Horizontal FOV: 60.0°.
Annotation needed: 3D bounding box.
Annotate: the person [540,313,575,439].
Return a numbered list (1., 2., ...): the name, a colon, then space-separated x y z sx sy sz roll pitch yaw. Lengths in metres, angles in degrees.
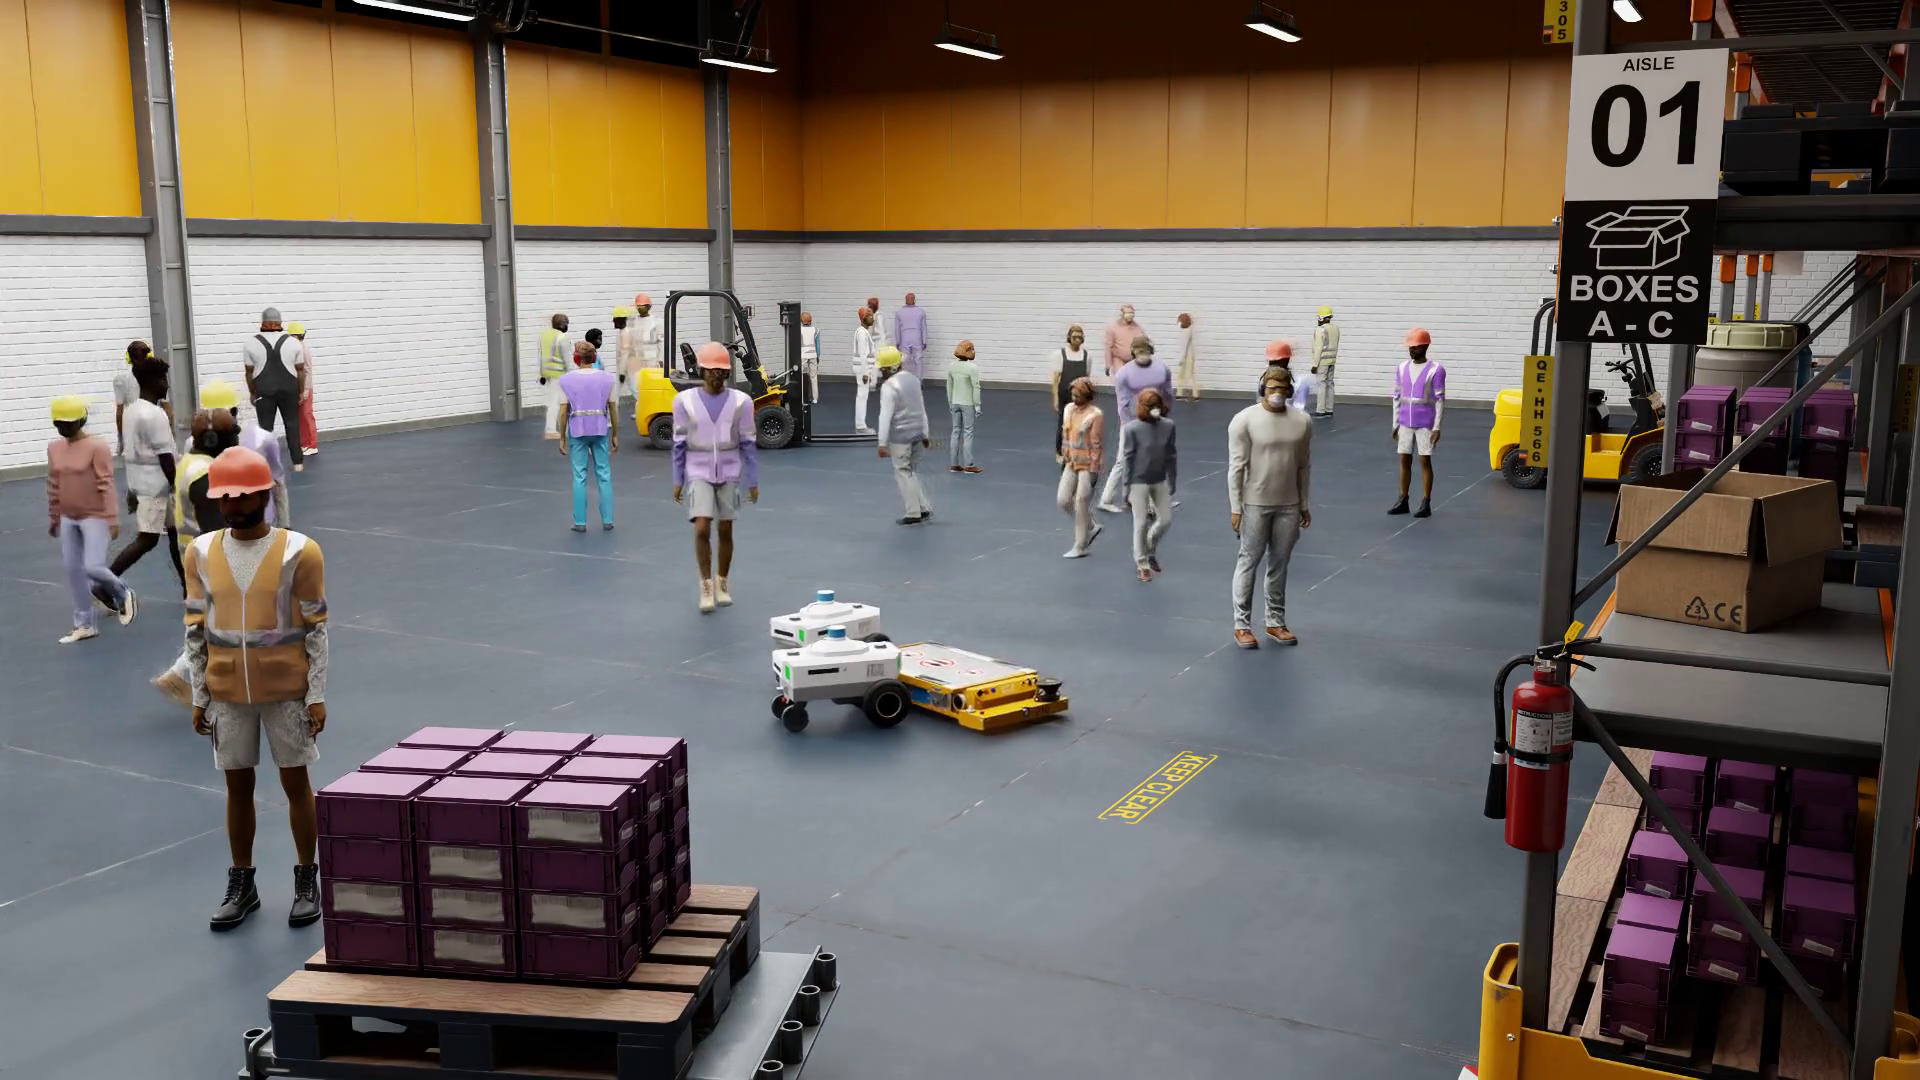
1. person: -5.725 -2.372 24.112 0.794 1.813 0.660 -8 13 -41

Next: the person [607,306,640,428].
1. person: -5.145 -2.649 25.555 0.974 1.880 0.601 -3 10 -19

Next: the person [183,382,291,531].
1. person: -4.788 -0.132 11.062 0.603 1.867 1.033 -1 10 -8

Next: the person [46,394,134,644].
1. person: -6.006 -0.149 11.458 0.595 1.737 0.508 3 10 16

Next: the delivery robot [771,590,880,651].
1. delivery robot: -0.845 0.561 10.507 0.477 0.478 0.707 10 14 44

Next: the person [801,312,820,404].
1. person: -2.720 -3.221 29.538 0.521 1.640 0.307 -5 11 -26

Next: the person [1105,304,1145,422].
1. person: 2.655 -2.729 25.989 0.673 1.872 0.878 -3 10 -19

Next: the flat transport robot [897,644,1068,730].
1. flat transport robot: -0.077 0.844 9.964 0.652 0.197 1.431 -8 13 -39

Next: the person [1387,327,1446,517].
1. person: 4.645 -1.196 16.952 0.551 1.934 0.373 9 13 43

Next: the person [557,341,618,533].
1. person: -3.575 -0.990 16.022 0.572 1.844 0.376 -4 11 -22

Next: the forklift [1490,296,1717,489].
1. forklift: 7.296 -1.677 18.993 2.313 2.155 1.214 5 11 27

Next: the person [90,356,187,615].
1. person: -6.108 -0.412 12.460 0.963 1.935 0.593 -7 12 -36

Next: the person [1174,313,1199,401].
1. person: 4.048 -3.293 30.052 0.647 1.597 0.526 0 10 -2

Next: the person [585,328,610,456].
1. person: -4.854 -1.956 22.056 0.321 1.694 0.529 -4 11 -23

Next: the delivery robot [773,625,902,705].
1. delivery robot: -0.705 0.732 9.519 0.707 0.478 0.477 -3 10 -19

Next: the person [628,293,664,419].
1. person: -5.072 -2.949 26.799 0.614 2.040 0.391 2 10 12

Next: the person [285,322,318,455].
1. person: -8.789 -2.007 22.146 0.308 1.769 0.524 -10 14 -44

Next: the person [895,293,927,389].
1. person: -0.961 -3.903 32.729 0.640 1.904 0.409 0 10 -1

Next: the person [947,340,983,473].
1. person: 0.057 -1.633 20.359 0.508 1.632 0.265 9 13 43

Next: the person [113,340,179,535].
1. person: -7.754 -0.963 15.838 0.572 1.866 0.359 -3 10 -16

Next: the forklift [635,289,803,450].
1. forklift: -3.358 -2.392 23.136 2.313 2.155 1.214 -1 10 -5

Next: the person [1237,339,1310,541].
1. person: 2.901 -0.884 15.285 0.549 1.891 0.963 6 12 32

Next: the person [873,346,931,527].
1. person: -0.581 -1.012 16.311 0.503 1.788 0.615 5 11 25

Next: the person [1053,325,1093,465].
1. person: 1.387 -1.781 20.737 0.516 1.810 0.933 -1 10 -6

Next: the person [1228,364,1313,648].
1. person: 2.120 -0.231 11.369 0.631 1.936 0.362 -3 10 -19

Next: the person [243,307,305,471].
1. person: -8.408 -1.853 20.456 0.691 2.000 0.536 -4 11 -22

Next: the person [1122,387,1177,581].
1. person: 1.541 -0.460 13.646 0.521 1.605 0.441 -4 11 -23

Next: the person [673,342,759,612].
1. person: -1.814 -0.459 12.453 0.628 2.014 0.768 -2 10 -14

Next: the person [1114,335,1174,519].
1. person: 1.877 -1.153 16.933 0.657 1.876 0.862 -1 10 -7

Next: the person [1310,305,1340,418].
1. person: 5.922 -2.898 27.103 0.588 1.835 0.403 -9 14 -43

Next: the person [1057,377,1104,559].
1. person: 1.076 -0.637 14.624 0.440 1.612 0.577 -6 12 -33

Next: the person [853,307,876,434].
1. person: -1.418 -2.498 24.647 0.338 1.882 0.582 -1 10 -4

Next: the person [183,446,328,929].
1. person: -2.791 0.590 6.616 0.545 1.938 0.361 -1 10 -6

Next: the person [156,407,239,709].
1. person: -4.271 0.148 9.505 0.541 1.825 0.640 -5 11 -28

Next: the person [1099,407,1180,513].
1. person: 1.844 -1.047 17.075 0.871 1.585 0.536 3 10 19

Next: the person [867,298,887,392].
1. person: -1.581 -3.781 32.303 0.759 1.833 0.617 -3 10 -15
